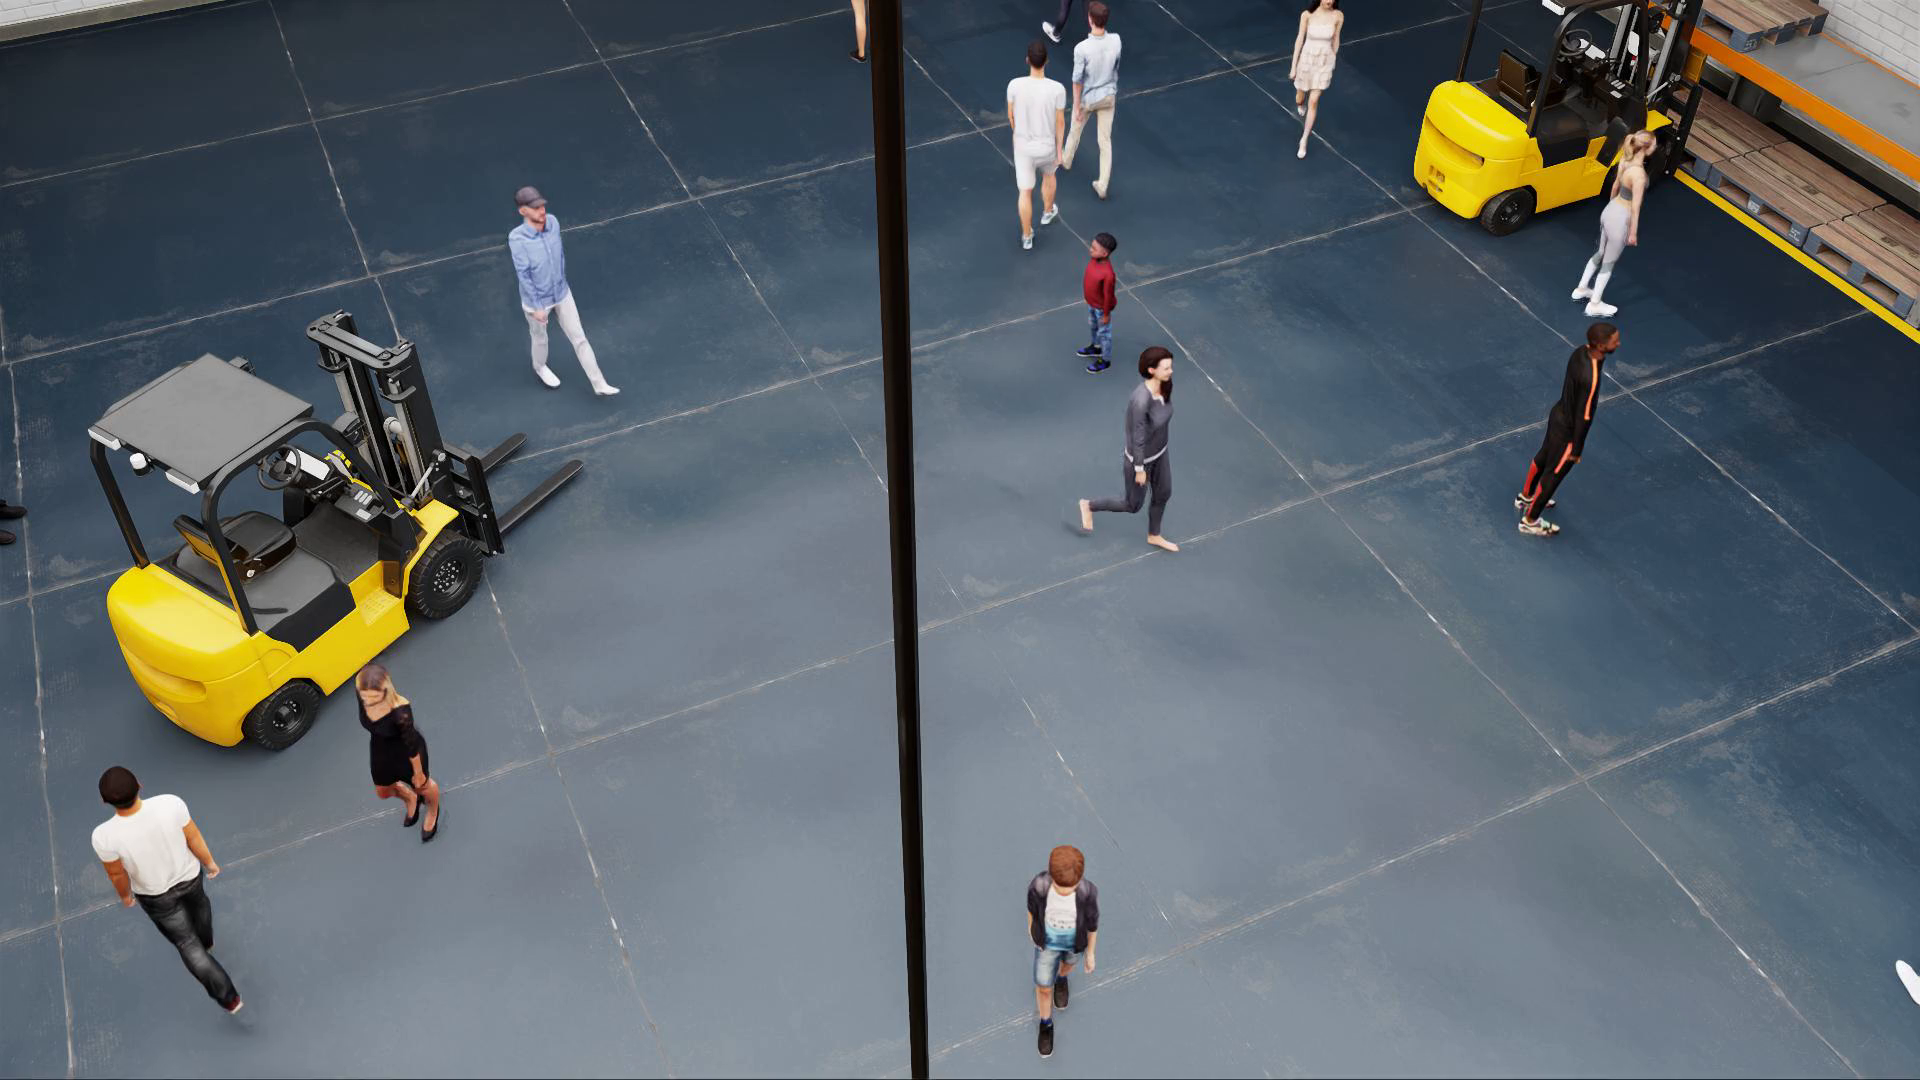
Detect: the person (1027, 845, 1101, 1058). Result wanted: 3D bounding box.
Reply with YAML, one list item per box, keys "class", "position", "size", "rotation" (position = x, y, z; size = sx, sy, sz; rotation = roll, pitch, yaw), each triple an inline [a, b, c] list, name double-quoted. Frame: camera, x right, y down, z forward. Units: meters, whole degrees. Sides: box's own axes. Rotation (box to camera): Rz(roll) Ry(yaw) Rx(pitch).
- class: "person"
  position: [0.563, 2.098, 9.064]
  size: [0.738, 1.430, 0.882]
  rotation: [0, 44, 1]

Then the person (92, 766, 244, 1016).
- class: "person"
  position: [-4.268, 1.907, 9.023]
  size: [0.894, 1.775, 1.212]
  rotation: [-34, 53, -31]

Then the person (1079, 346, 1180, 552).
- class: "person"
  position: [1.229, -0.624, 11.690]
  size: [1.090, 1.749, 0.942]
  rotation: [23, 48, 22]

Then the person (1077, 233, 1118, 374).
- class: "person"
  position: [1.149, -1.936, 13.427]
  size: [0.568, 1.253, 0.437]
  rotation: [-14, 45, -15]

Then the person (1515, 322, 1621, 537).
- class: "person"
  position: [4.318, -0.814, 11.849]
  size: [0.758, 1.804, 0.657]
  rotation: [5, 44, 6]

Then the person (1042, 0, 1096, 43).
- class: "person"
  position: [1.310, -5.736, 17.046]
  size: [0.788, 1.762, 1.125]
  rotation: [-26, 49, -25]

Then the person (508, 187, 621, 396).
- class: "person"
  position: [-3.295, -1.944, 13.002]
  size: [1.198, 1.851, 0.919]
  rotation: [33, 53, 30]

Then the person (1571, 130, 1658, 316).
- class: "person"
  position: [5.453, -2.647, 13.846]
  size: [0.716, 1.705, 0.614]
  rotation: [-2, 44, -3]

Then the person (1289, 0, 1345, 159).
- class: "person"
  position: [3.358, -4.524, 15.803]
  size: [0.861, 1.722, 0.994]
  rotation: [5, 44, 5]

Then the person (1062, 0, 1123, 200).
- class: "person"
  position: [1.276, -3.971, 15.165]
  size: [0.752, 1.802, 1.093]
  rotation: [-13, 45, -13]

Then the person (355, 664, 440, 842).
- class: "person"
  position: [-3.283, 1.229, 9.812]
  size: [0.684, 1.657, 0.751]
  rotation: [24, 49, 23]

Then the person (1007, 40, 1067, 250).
- class: "person"
  position: [0.648, -3.391, 14.544]
  size: [0.926, 1.819, 1.041]
  rotation: [6, 44, 7]
